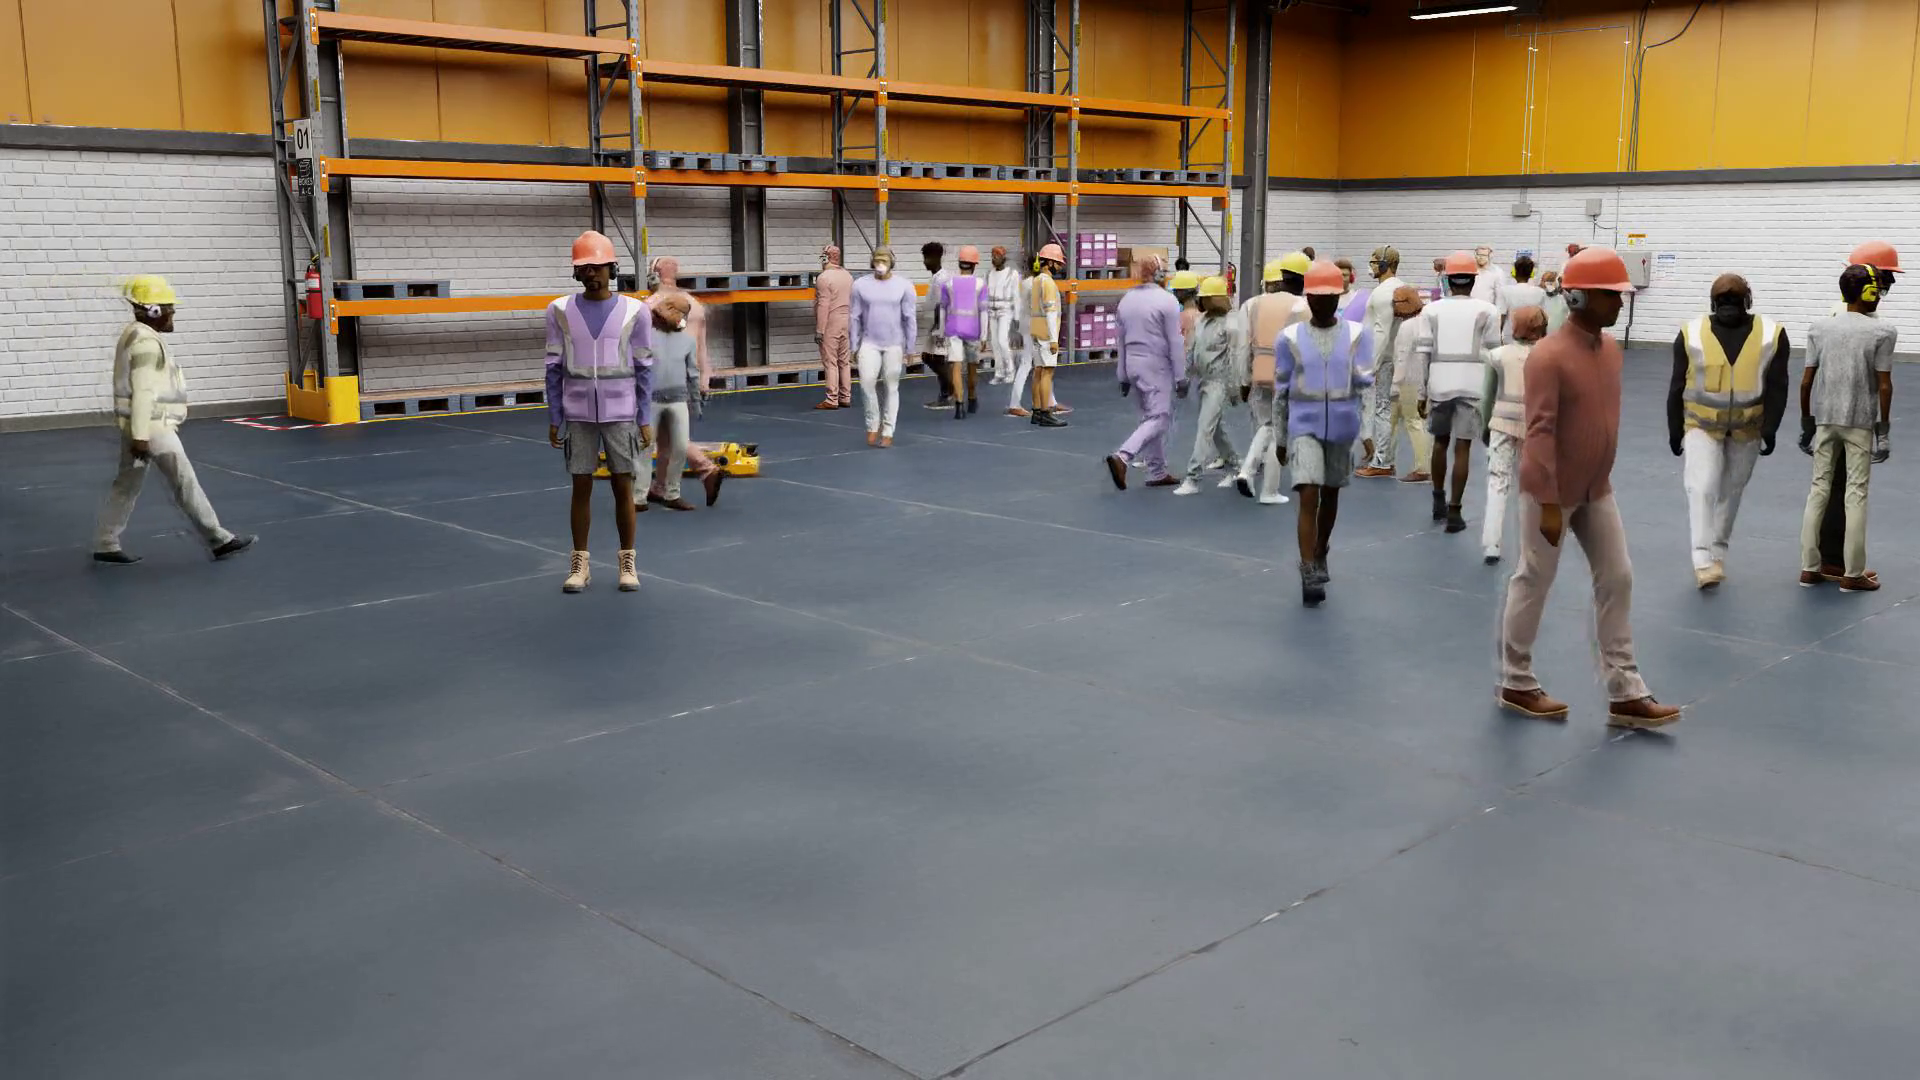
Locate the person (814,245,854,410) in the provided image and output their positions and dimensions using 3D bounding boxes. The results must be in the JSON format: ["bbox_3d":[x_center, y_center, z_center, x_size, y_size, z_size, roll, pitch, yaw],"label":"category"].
[{"bbox_3d":[-1.503,-2.472,19.392,0.403,1.906,0.651,6,12,28],"label":"person"}]

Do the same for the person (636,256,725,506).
[{"bbox_3d":[-2.094,-1.169,12.384,0.818,1.871,0.648,5,12,26],"label":"person"}]

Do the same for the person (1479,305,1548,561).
[{"bbox_3d":[3.511,-0.672,10.435,0.527,1.592,0.872,6,12,31],"label":"person"}]

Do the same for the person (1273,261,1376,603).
[{"bbox_3d":[2.044,-0.621,9.383,0.550,1.886,1.035,1,10,5],"label":"person"}]

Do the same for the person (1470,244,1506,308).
[{"bbox_3d":[7.167,-3.129,22.975,0.674,1.897,0.412,7,12,33],"label":"person"}]

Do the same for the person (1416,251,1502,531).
[{"bbox_3d":[3.469,-1.039,11.570,0.548,1.907,0.822,5,12,27],"label":"person"}]

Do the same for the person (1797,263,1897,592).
[{"bbox_3d":[5.055,-0.637,9.501,0.334,1.865,0.517,-8,13,-37],"label":"person"}]

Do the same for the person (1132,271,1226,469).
[{"bbox_3d":[1.994,-1.462,14.383,0.890,1.724,0.534,-1,10,-5],"label":"person"}]

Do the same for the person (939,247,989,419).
[{"bbox_3d":[0.046,-2.320,18.613,0.564,1.881,1.000,1,10,4],"label":"person"}]

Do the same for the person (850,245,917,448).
[{"bbox_3d":[-0.734,-1.814,15.741,0.654,1.925,0.515,1,10,4],"label":"person"}]

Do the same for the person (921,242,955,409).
[{"bbox_3d":[-0.256,-2.491,19.369,0.393,1.944,0.613,-2,11,-11],"label":"person"}]

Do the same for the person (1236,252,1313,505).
[{"bbox_3d":[2.418,-1.199,12.483,0.469,1.896,0.611,-9,14,-40],"label":"person"}]

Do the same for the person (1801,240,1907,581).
[{"bbox_3d":[5.251,-0.752,9.775,0.396,1.990,0.622,2,11,11],"label":"person"}]

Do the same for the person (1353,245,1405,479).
[{"bbox_3d":[3.525,-1.476,13.873,0.371,1.940,0.630,5,12,26],"label":"person"}]

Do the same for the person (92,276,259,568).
[{"bbox_3d":[-4.907,-0.717,10.187,0.957,1.774,0.599,-7,13,-34],"label":"person"}]

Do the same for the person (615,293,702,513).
[{"bbox_3d":[-2.213,-0.981,12.089,0.684,1.607,0.293,-4,11,-20],"label":"person"}]

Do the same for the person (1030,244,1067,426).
[{"bbox_3d":[0.939,-2.173,17.694,0.366,1.931,0.542,-3,11,-16],"label":"person"}]

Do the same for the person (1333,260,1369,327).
[{"bbox_3d":[3.434,-1.630,15.095,0.593,1.798,0.887,3,11,16],"label":"person"}]

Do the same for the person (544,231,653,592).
[{"bbox_3d":[-2.041,-0.715,9.440,0.606,2.044,0.374,-1,10,-6],"label":"person"}]

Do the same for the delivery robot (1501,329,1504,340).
[{"bbox_3d":[9.344,-3.395,27.858,0.707,0.478,0.477,9,14,41],"label":"delivery robot"}]

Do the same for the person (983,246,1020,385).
[{"bbox_3d":[0.527,-3.029,22.519,0.598,1.869,0.420,9,14,39],"label":"person"}]

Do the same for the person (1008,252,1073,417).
[{"bbox_3d":[0.927,-2.279,18.507,0.843,1.833,0.570,0,10,0],"label":"person"}]

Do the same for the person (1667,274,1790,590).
[{"bbox_3d":[4.387,-0.610,9.523,0.614,1.792,0.909,3,11,17],"label":"person"}]

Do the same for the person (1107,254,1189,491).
[{"bbox_3d":[1.466,-1.321,13.203,0.807,1.882,0.652,-7,12,-32],"label":"person"}]

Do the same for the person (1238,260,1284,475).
[{"bbox_3d":[2.640,-1.454,14.078,0.590,1.819,0.482,1,10,7],"label":"person"}]

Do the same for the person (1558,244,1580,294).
[{"bbox_3d":[10.803,-4.266,29.272,0.586,1.867,0.594,0,10,1],"label":"person"}]

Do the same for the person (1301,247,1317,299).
[{"bbox_3d":[5.791,-3.959,27.702,0.621,1.828,0.551,6,12,29],"label":"person"}]

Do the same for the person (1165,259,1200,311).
[{"bbox_3d":[3.283,-3.360,24.877,0.553,1.655,0.852,5,11,24],"label":"person"}]

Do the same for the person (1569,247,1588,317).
[{"bbox_3d":[10.619,-4.117,28.595,0.664,1.812,0.801,-5,12,-26],"label":"person"}]

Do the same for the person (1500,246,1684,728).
[{"bbox_3d":[2.595,-0.183,6.733,0.652,1.964,0.864,-7,13,-34],"label":"person"}]

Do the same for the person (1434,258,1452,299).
[{"bbox_3d":[8.458,-4.164,29.388,0.602,1.617,0.534,1,10,8],"label":"person"}]

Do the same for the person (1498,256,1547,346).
[{"bbox_3d":[5.735,-1.984,16.986,0.540,1.824,0.990,2,11,8],"label":"person"}]

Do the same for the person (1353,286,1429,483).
[{"bbox_3d":[3.554,-1.273,13.671,0.721,1.604,0.530,4,11,19],"label":"person"}]

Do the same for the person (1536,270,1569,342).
[{"bbox_3d":[6.551,-2.191,18.606,0.507,1.631,0.268,0,10,2],"label":"person"}]

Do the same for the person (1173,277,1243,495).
[{"bbox_3d":[2.009,-1.227,13.163,0.830,1.709,0.493,-5,12,-27],"label":"person"}]

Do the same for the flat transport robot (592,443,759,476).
[{"bbox_3d":[-2.444,-0.695,14.162,1.431,0.197,0.652,-1,10,-5],"label":"flat transport robot"}]
